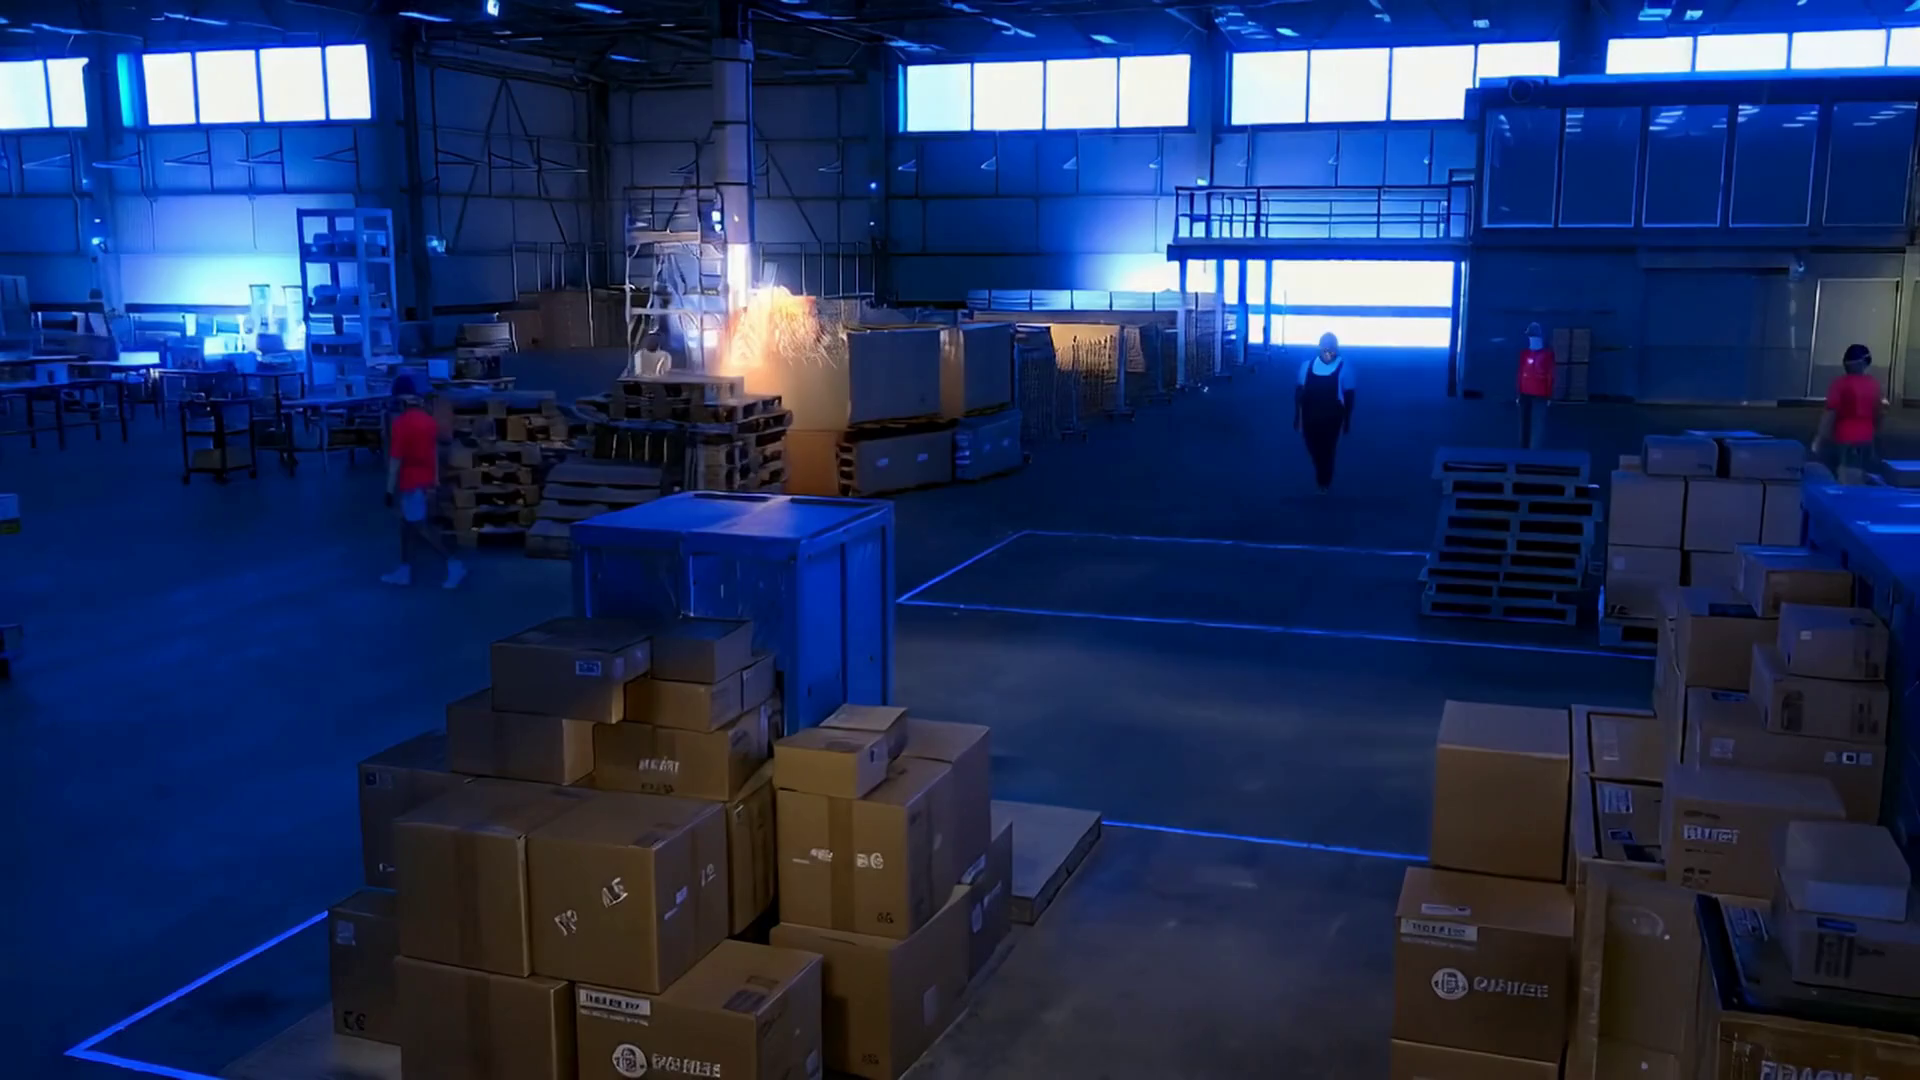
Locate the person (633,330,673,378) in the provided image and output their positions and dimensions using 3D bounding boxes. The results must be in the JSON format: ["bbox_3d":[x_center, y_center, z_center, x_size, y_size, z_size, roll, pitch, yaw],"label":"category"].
[{"bbox_3d":[-4.376,-2.093,23.843,0.583,1.837,0.999,4,11,22],"label":"person"}]

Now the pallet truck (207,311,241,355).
[{"bbox_3d":[-19.537,-5.575,44.913,0.653,1.274,1.630,3,11,19],"label":"pallet truck"}]

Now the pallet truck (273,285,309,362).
[{"bbox_3d":[-17.147,-5.700,43.663,0.823,1.965,1.885,3,11,17],"label":"pallet truck"}]

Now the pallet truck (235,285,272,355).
[{"bbox_3d":[-18.327,-5.835,44.421,0.823,1.965,1.885,4,11,23],"label":"pallet truck"}]

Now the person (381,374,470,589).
[{"bbox_3d":[-4.768,-0.515,14.728,0.913,1.907,0.545,3,10,14],"label":"person"}]

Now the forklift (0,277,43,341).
[{"bbox_3d":[-27.151,-6.329,46.328,1.157,1.987,2.680,3,11,17],"label":"forklift"}]

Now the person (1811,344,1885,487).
[{"bbox_3d":[9.566,-1.104,17.867,0.612,1.980,1.106,-3,11,-19],"label":"person"}]

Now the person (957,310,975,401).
[{"bbox_3d":[0.128,-3.607,32.525,0.324,1.767,0.533,-3,10,-14],"label":"person"}]

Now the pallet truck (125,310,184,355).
[{"bbox_3d":[-22.038,-5.665,45.457,0.704,1.261,1.522,3,11,17],"label":"pallet truck"}]

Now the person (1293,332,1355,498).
[{"bbox_3d":[4.452,-1.573,20.297,0.683,2.000,0.982,6,12,31],"label":"person"}]

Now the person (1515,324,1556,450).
[{"bbox_3d":[8.137,-2.103,23.610,0.375,1.922,0.594,-7,12,-35],"label":"person"}]

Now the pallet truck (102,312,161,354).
[{"bbox_3d":[-23.057,-5.777,46.261,0.680,1.201,1.601,3,11,19],"label":"pallet truck"}]

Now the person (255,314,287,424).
[{"bbox_3d":[-11.708,-2.912,28.323,0.329,1.872,0.508,8,13,39],"label":"person"}]
